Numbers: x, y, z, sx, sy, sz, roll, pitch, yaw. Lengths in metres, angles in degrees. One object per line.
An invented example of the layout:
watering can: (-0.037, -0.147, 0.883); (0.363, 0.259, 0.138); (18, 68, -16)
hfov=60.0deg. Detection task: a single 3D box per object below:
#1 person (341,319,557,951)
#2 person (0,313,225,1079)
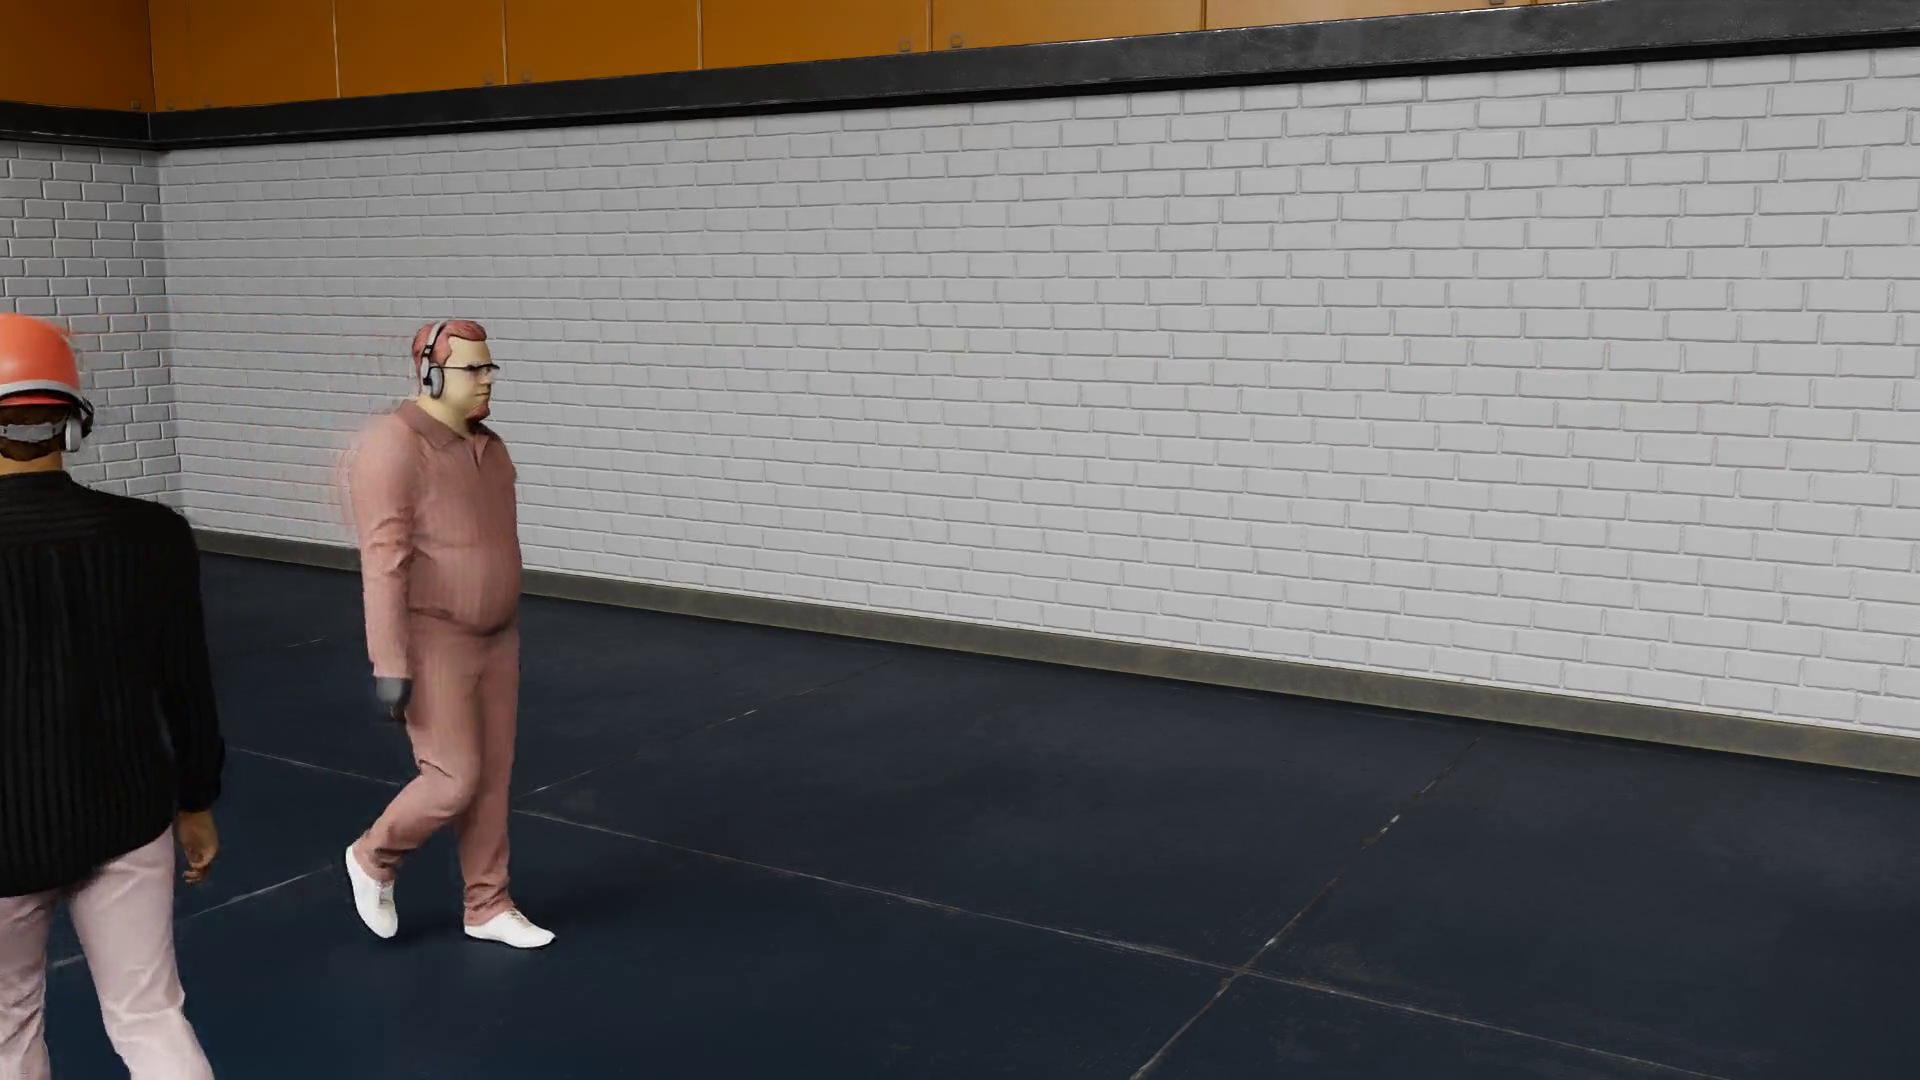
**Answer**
person: (-1.520, 0.300, 4.903); (0.541, 1.892, 0.665); (3, 10, 19)
person: (-1.680, 0.549, 3.177); (0.963, 1.958, 0.630); (8, 12, 41)
